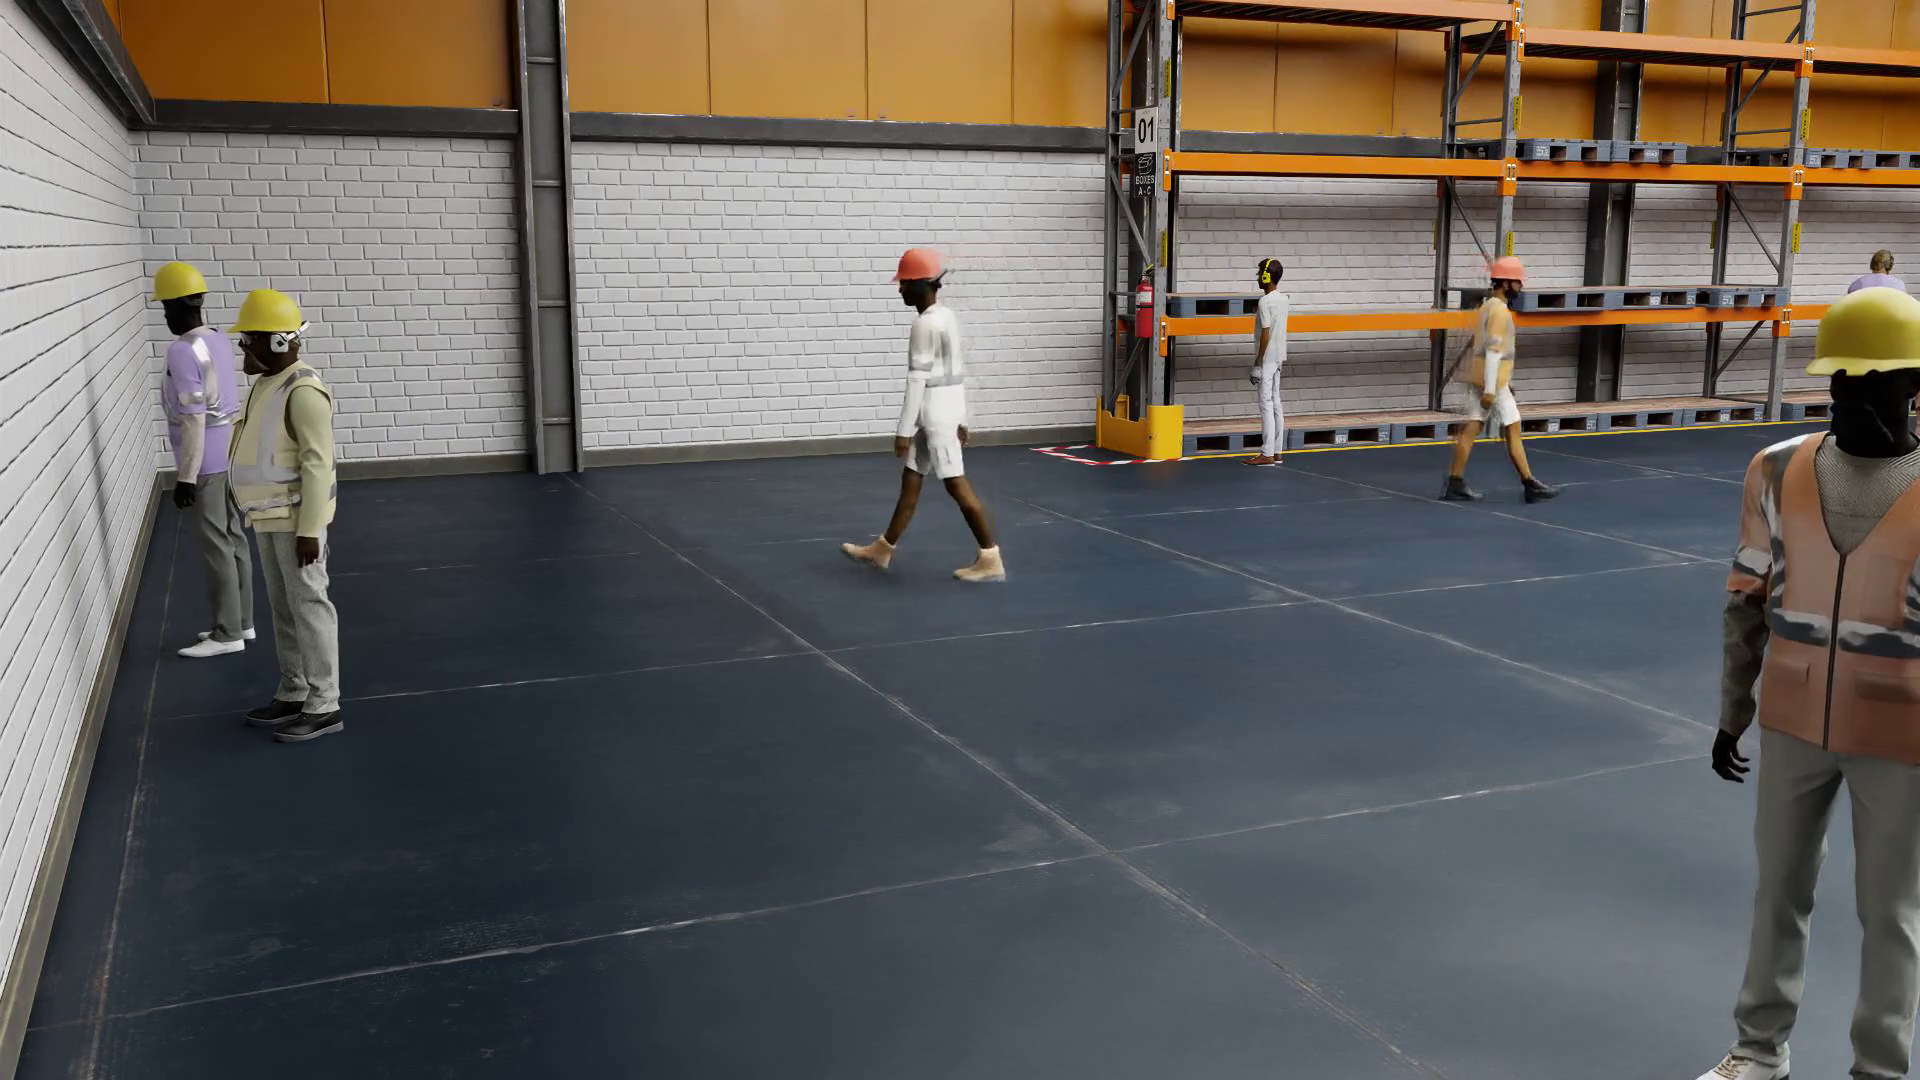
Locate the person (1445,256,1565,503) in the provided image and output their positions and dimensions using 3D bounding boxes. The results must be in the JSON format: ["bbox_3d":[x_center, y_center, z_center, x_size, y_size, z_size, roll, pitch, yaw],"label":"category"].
[{"bbox_3d":[4.241,-1.224,12.859,0.945,1.892,0.561,1,10,7],"label":"person"}]

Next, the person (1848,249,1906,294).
[{"bbox_3d":[9.973,-2.184,18.125,0.357,1.938,0.637,-6,12,-31],"label":"person"}]

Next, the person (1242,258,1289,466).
[{"bbox_3d":[2.781,-1.604,15.070,0.328,1.872,0.513,6,12,32],"label":"person"}]

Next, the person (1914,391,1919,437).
[{"bbox_3d":[4.896,-0.381,8.156,0.410,1.909,0.643,2,10,10],"label":"person"}]

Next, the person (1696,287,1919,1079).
[{"bbox_3d":[1.981,0.415,3.699,0.394,1.932,0.604,-9,13,-41],"label":"person"}]

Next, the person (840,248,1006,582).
[{"bbox_3d":[-0.201,-0.731,9.919,1.079,1.978,0.617,2,10,9],"label":"person"}]

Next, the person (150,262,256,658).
[{"bbox_3d":[-3.705,-0.384,8.128,0.384,1.923,0.590,-1,10,-5],"label":"person"}]

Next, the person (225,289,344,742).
[{"bbox_3d":[-2.763,-0.101,6.803,0.404,1.832,0.597,-9,13,-40],"label":"person"}]
